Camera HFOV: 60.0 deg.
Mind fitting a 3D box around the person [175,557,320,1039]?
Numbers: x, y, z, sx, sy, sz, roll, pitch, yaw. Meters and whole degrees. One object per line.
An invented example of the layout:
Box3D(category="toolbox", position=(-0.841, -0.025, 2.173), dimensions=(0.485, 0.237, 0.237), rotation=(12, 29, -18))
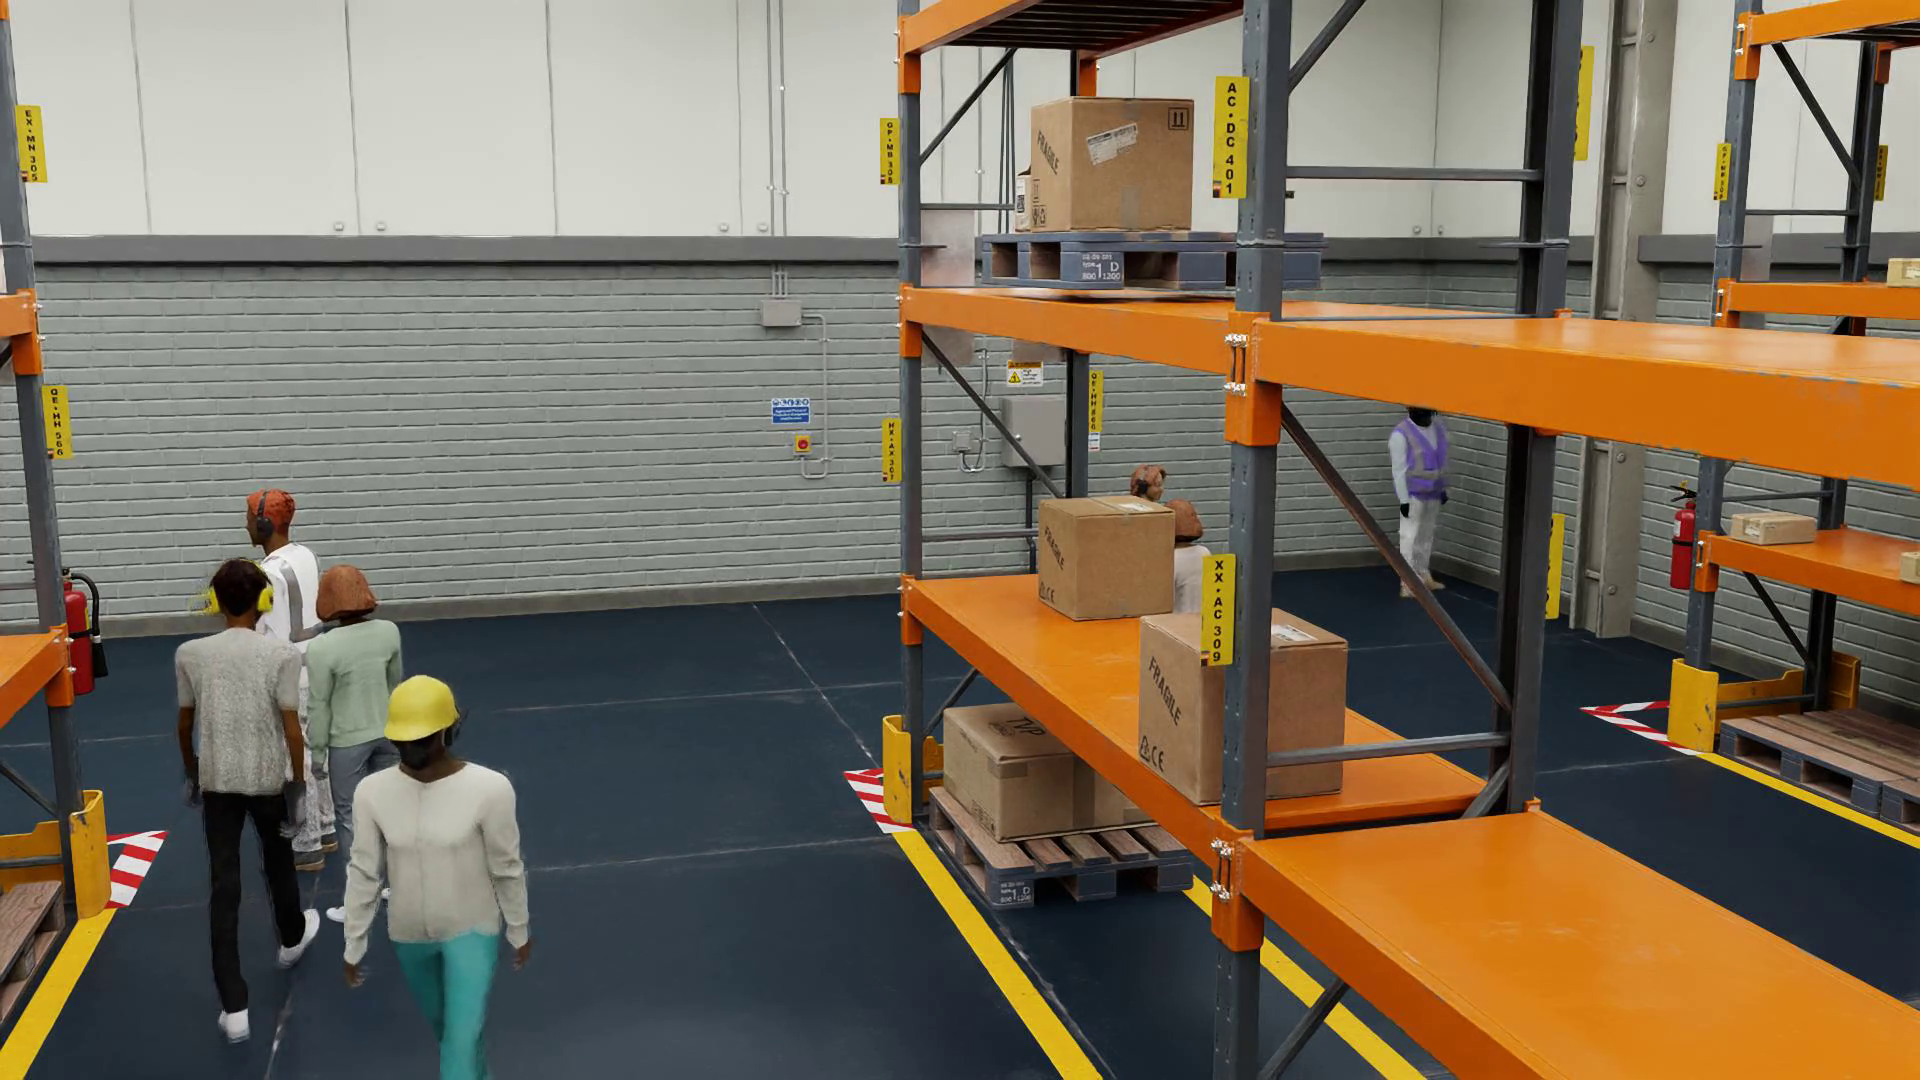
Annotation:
Box3D(category="person", position=(-2.872, 0.975, 6.662), dimensions=(0.548, 1.806, 0.988), rotation=(-2, 10, -10))

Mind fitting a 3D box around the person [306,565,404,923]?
Box3D(category="person", position=(-2.716, 0.917, 7.536), dimensions=(0.293, 1.624, 0.501), rotation=(6, 12, 33))

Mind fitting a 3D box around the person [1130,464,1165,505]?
Box3D(category="person", position=(1.207, 0.316, 10.910), dimensions=(0.307, 1.642, 0.514), rotation=(5, 11, 28))

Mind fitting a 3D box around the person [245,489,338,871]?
Box3D(category="person", position=(-3.281, 0.682, 8.131), dimensions=(0.337, 1.882, 0.585), rotation=(0, 10, -2))

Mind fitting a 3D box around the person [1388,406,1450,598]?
Box3D(category="person", position=(4.060, -0.395, 14.532), dimensions=(0.755, 1.810, 0.434), rotation=(-6, 12, -31))

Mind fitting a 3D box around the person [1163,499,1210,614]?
Box3D(category="person", position=(1.238, 0.582, 9.411), dimensions=(0.264, 1.632, 0.507), rotation=(9, 13, 41))

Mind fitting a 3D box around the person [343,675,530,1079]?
Box3D(category="person", position=(-1.680, 1.256, 5.338), dimensions=(0.551, 1.712, 0.936), rotation=(1, 10, 4))
